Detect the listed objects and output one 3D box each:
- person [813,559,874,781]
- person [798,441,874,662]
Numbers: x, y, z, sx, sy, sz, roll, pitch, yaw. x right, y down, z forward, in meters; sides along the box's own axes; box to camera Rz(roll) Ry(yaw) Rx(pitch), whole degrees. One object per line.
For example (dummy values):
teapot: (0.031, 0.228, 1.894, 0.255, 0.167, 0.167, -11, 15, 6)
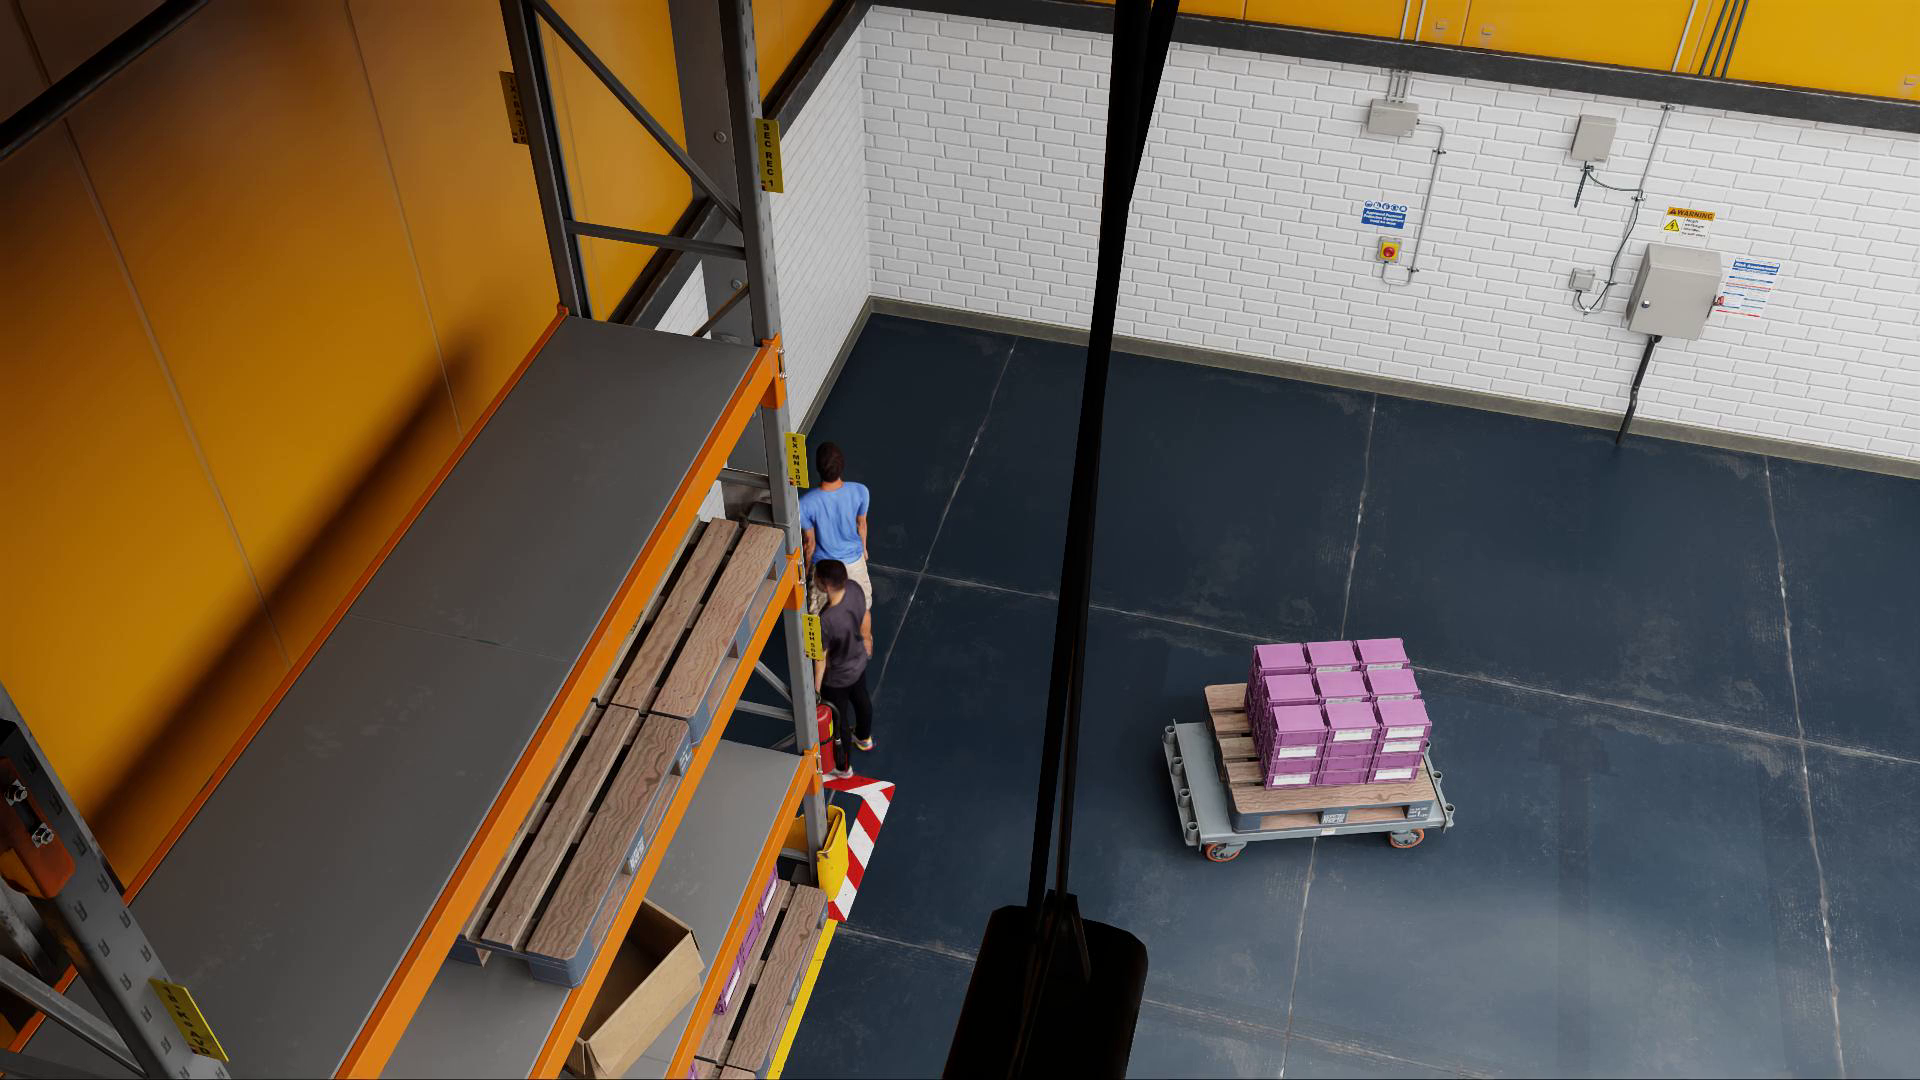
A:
person: (-0.716, 0.779, 10.184, 0.757, 1.761, 0.559, 19, 47, 19)
person: (-0.796, 0.125, 10.796, 0.737, 1.864, 0.770, -16, 46, -16)
